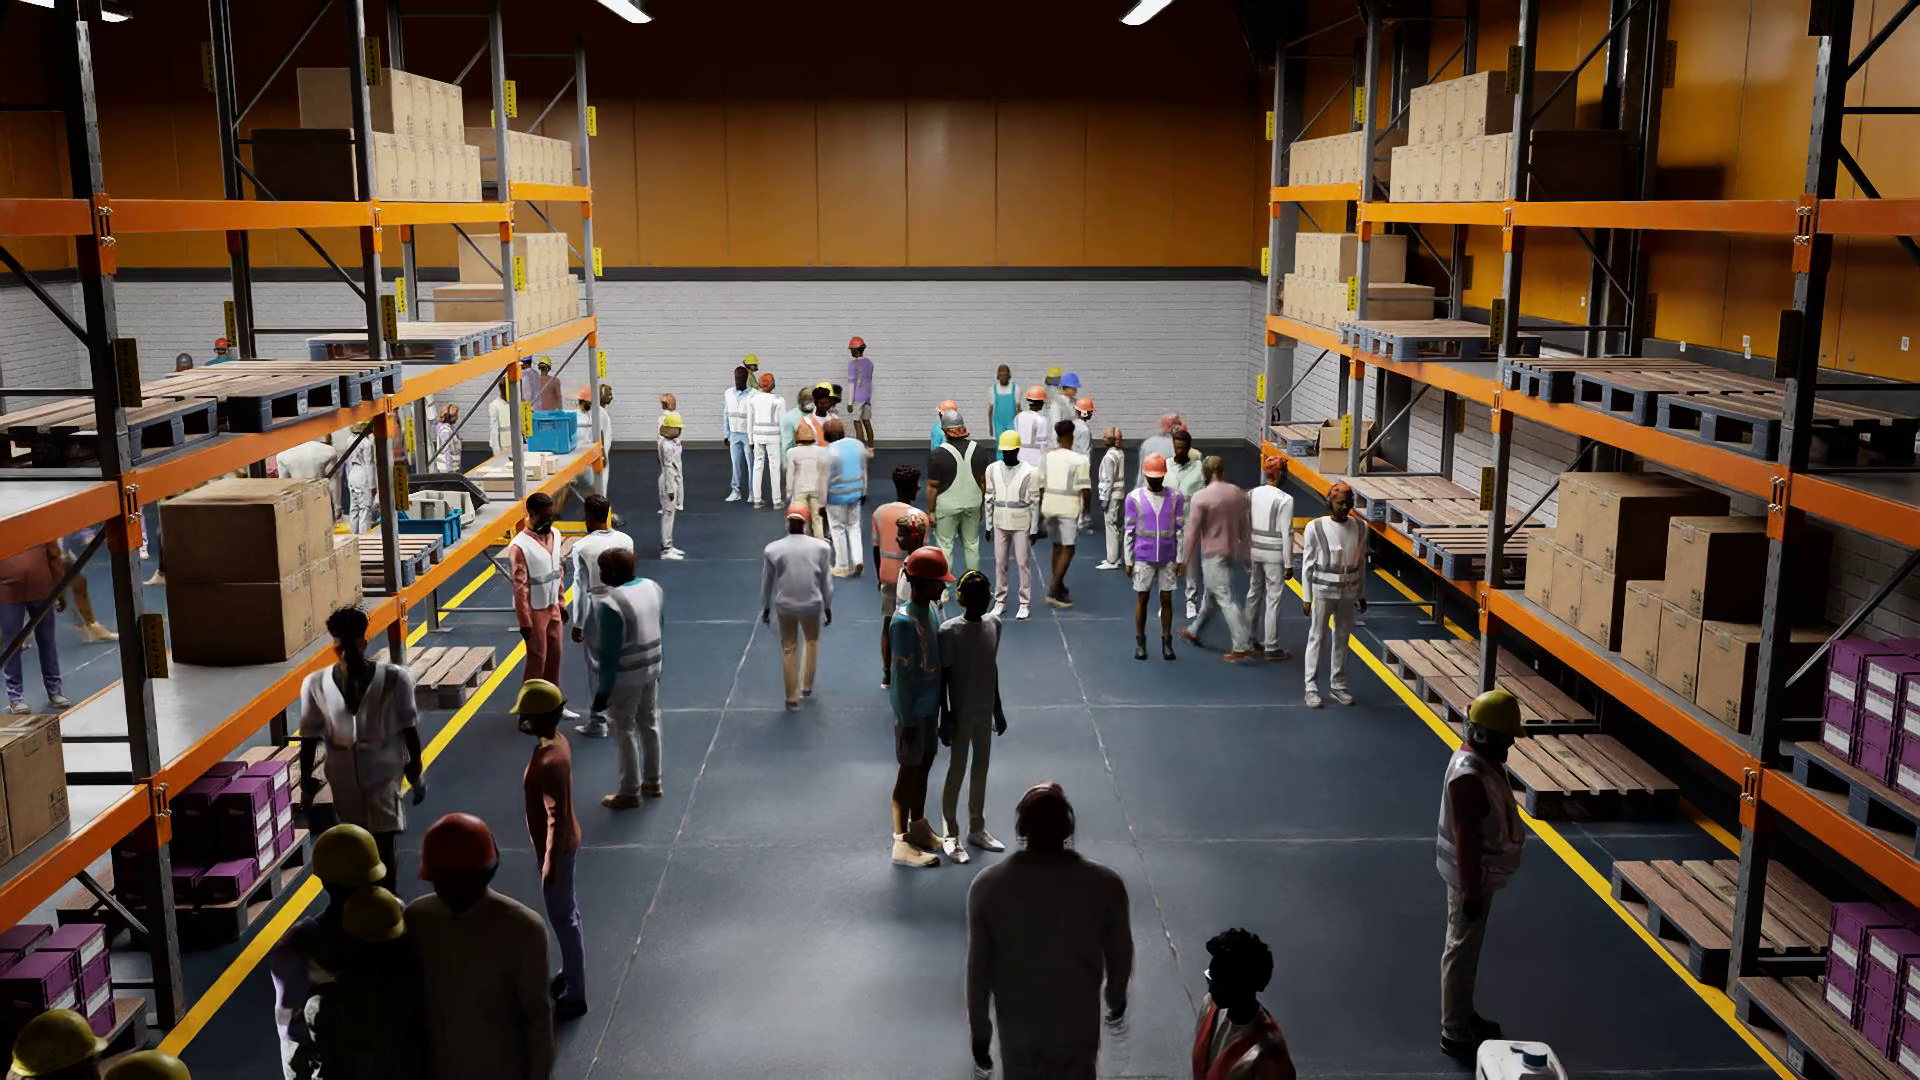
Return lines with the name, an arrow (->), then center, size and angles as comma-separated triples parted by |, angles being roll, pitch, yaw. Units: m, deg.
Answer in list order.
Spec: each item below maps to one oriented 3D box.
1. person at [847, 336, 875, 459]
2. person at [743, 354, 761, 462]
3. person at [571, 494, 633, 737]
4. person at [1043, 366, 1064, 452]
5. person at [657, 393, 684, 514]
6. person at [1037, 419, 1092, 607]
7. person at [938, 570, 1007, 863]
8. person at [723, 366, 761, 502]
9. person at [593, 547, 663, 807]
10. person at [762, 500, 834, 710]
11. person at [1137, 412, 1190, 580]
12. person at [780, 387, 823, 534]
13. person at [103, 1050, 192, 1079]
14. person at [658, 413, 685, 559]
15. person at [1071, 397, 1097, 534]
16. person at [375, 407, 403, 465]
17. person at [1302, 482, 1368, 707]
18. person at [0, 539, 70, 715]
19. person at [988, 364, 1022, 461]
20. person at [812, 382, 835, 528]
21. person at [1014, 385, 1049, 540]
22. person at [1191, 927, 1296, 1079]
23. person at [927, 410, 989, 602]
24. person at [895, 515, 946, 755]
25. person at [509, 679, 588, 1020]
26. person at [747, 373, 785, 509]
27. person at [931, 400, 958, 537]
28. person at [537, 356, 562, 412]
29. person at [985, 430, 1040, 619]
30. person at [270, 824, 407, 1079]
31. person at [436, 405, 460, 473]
person -> -1.663, -2.313, 27.266 | 0.408, 2.035, 0.605 | 7, 13, 30
person -> -3.384, -2.142, 27.068 | 0.315, 1.768, 0.526 | 0, 11, 1
person -> -2.782, 0.588, 13.030 | 0.398, 1.909, 0.600 | 7, 13, 32
person -> 1.423, -1.757, 25.190 | 0.292, 1.745, 0.487 | -5, 12, -22
person -> -3.927, -1.174, 22.519 | 0.308, 1.645, 0.514 | 4, 12, 21
person -> 1.021, -0.283, 17.361 | 0.625, 1.932, 0.712 | 8, 14, 34
person -> 0.083, 1.099, 10.553 | 0.532, 1.868, 0.310 | -9, 15, -39
person -> -3.047, -1.489, 23.407 | 0.587, 1.920, 0.390 | 4, 12, 17
person -> -2.281, 0.946, 11.452 | 0.431, 1.828, 0.667 | 5, 12, 24
person -> -1.348, 0.520, 13.818 | 0.579, 1.720, 0.616 | -2, 11, -9
person -> 2.240, -0.496, 18.580 | 0.645, 1.867, 0.933 | 11, 16, 43
person -> -1.926, -0.950, 20.680 | 0.658, 1.917, 0.412 | -5, 12, -22
person -> -2.131, 2.275, 4.509 | 0.371, 1.927, 0.588 | 4, 12, 19
person -> -3.391, -0.635, 19.601 | 0.340, 1.733, 0.488 | -2, 11, -8
person -> 1.556, -0.950, 21.154 | 0.346, 1.744, 0.558 | -3, 12, -15
person -> -7.258, -1.059, 21.264 | 0.393, 1.919, 0.582 | 1, 11, 3
person -> 3.102, 0.449, 13.774 | 0.585, 1.882, 0.337 | -3, 12, -16
person -> -7.637, 0.440, 13.578 | 0.614, 1.987, 0.408 | -11, 15, -42
person -> 0.681, -1.722, 24.818 | 0.541, 1.820, 0.506 | 1, 11, 3
person -> -1.759, -1.057, 21.241 | 0.397, 1.920, 0.586 | -7, 13, -31
person -> 0.918, -0.973, 20.783 | 0.379, 1.933, 0.551 | -10, 15, -40
person -> 0.969, 2.143, 5.775 | 0.322, 1.689, 0.529 | -3, 12, -16
person -> -0.062, -0.373, 17.505 | 0.679, 2.000, 0.535 | -5, 12, -24
person -> -0.302, 0.717, 12.566 | 0.390, 1.837, 0.560 | -2, 11, -11
person -> -2.097, 1.564, 8.479 | 0.323, 1.767, 0.533 | -3, 12, -13
person -> -2.657, -1.360, 22.884 | 0.573, 1.877, 0.344 | 3, 12, 17
person -> -0.177, -0.893, 20.878 | 0.354, 1.737, 0.573 | -3, 12, -16
person -> -6.667, -2.078, 26.776 | 0.532, 1.756, 0.337 | -1, 11, -5
person -> 0.516, -0.159, 16.743 | 0.587, 1.920, 0.390 | 5, 12, 24
person -> -2.204, 1.956, 6.107 | 0.368, 1.928, 0.585 | 6, 13, 27
person -> -6.504, -0.902, 21.190 | 0.318, 1.631, 0.518 | -3, 12, -13
